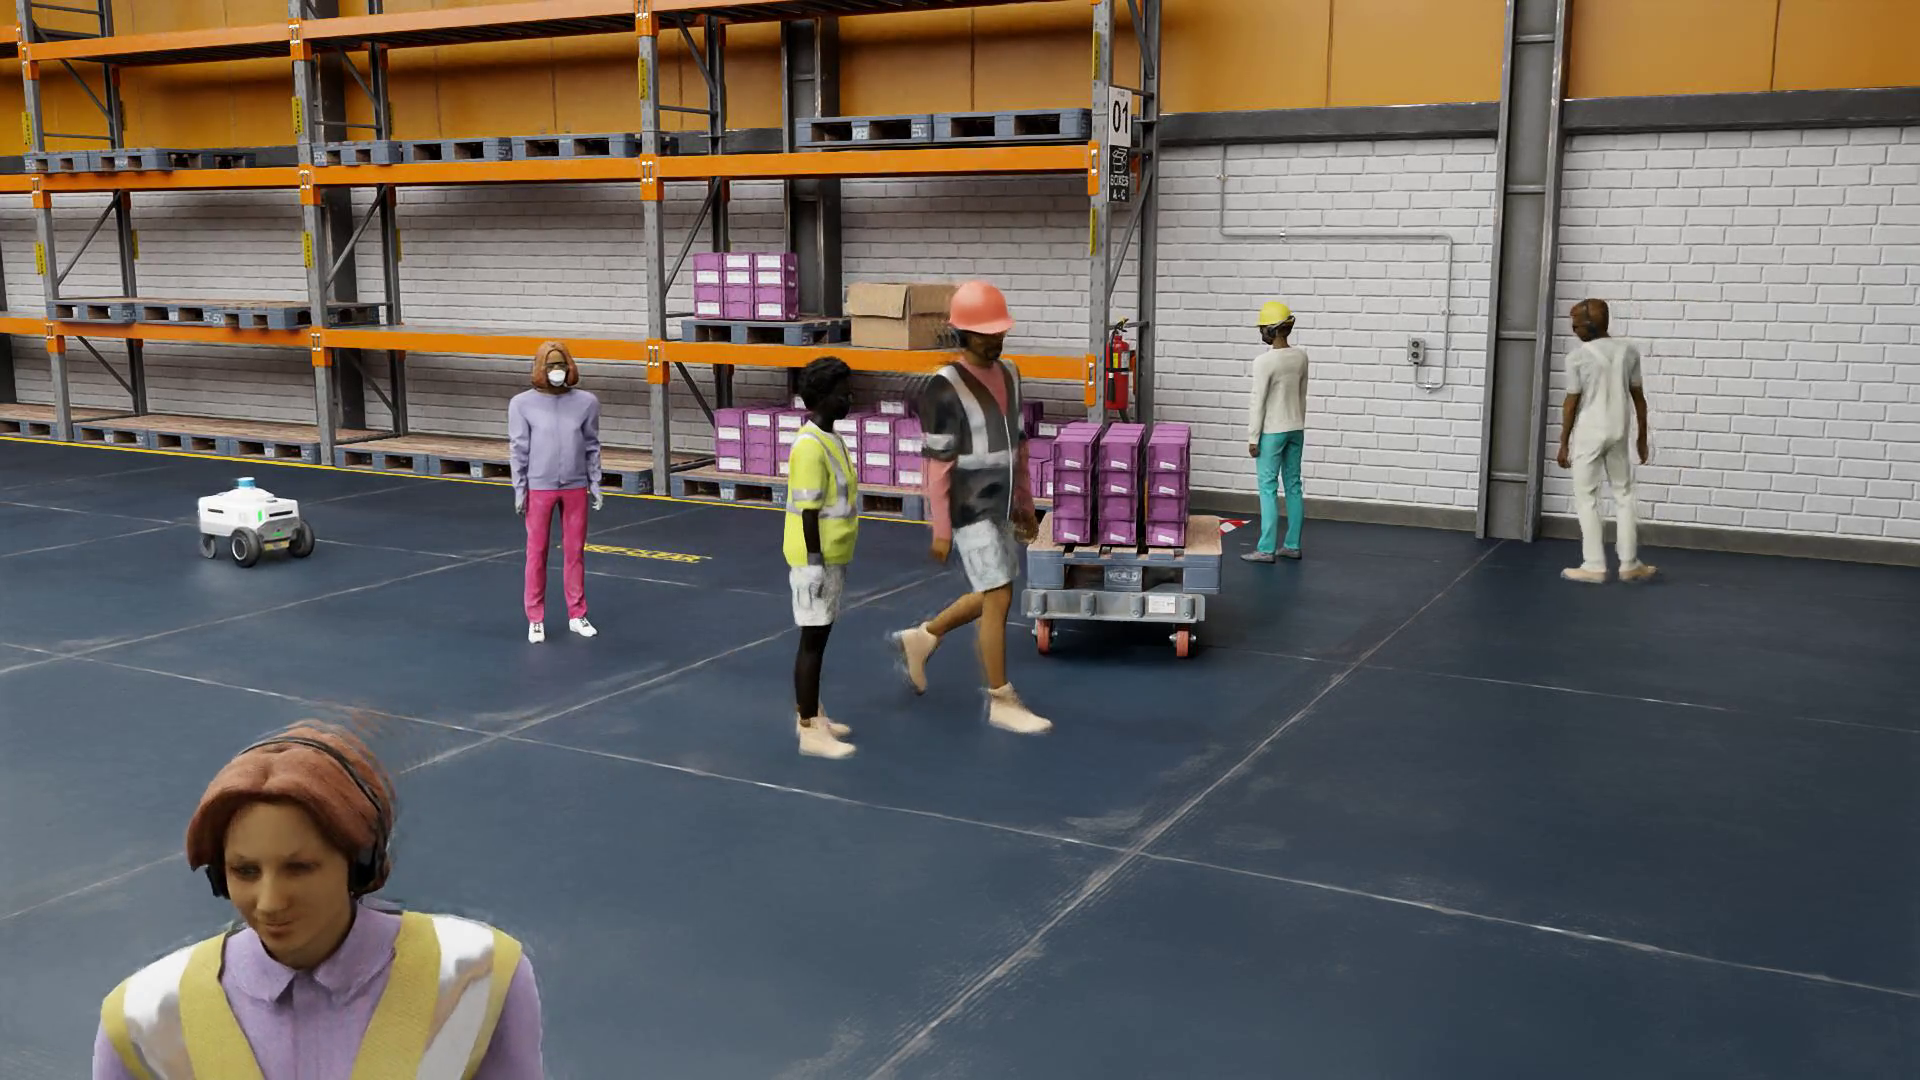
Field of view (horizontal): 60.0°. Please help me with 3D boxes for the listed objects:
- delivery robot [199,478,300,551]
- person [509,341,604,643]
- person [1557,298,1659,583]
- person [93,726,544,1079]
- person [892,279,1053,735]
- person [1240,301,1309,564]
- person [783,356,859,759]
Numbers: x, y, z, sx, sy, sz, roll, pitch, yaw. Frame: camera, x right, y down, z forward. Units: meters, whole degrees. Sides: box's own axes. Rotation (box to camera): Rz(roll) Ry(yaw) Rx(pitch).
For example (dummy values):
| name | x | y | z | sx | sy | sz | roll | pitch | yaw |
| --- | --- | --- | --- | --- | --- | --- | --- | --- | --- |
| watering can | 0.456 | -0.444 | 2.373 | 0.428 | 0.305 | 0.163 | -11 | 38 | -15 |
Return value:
| name | x | y | z | sx | sy | sz | roll | pitch | yaw |
| --- | --- | --- | --- | --- | --- | --- | --- | --- | --- |
| delivery robot | -4.820 | -0.179 | 11.271 | 0.707 | 0.478 | 0.477 | 7 | 12 | 32 |
| person | -2.182 | -0.265 | 9.040 | 0.501 | 1.633 | 0.283 | -6 | 12 | -28 |
| person | 4.121 | -0.615 | 10.519 | 0.707 | 1.812 | 0.317 | -2 | 10 | -9 |
| person | -0.745 | 1.022 | 1.992 | 0.548 | 1.622 | 0.476 | -2 | 10 | -10 |
| person | 0.026 | -0.146 | 7.373 | 0.799 | 2.011 | 0.631 | 6 | 12 | 31 |
| person | 2.122 | -0.719 | 11.197 | 0.524 | 1.761 | 0.338 | -8 | 13 | -37 |
| person | -0.583 | 0.067 | 7.053 | 0.317 | 1.695 | 0.540 | 1 | 10 | 4 |
